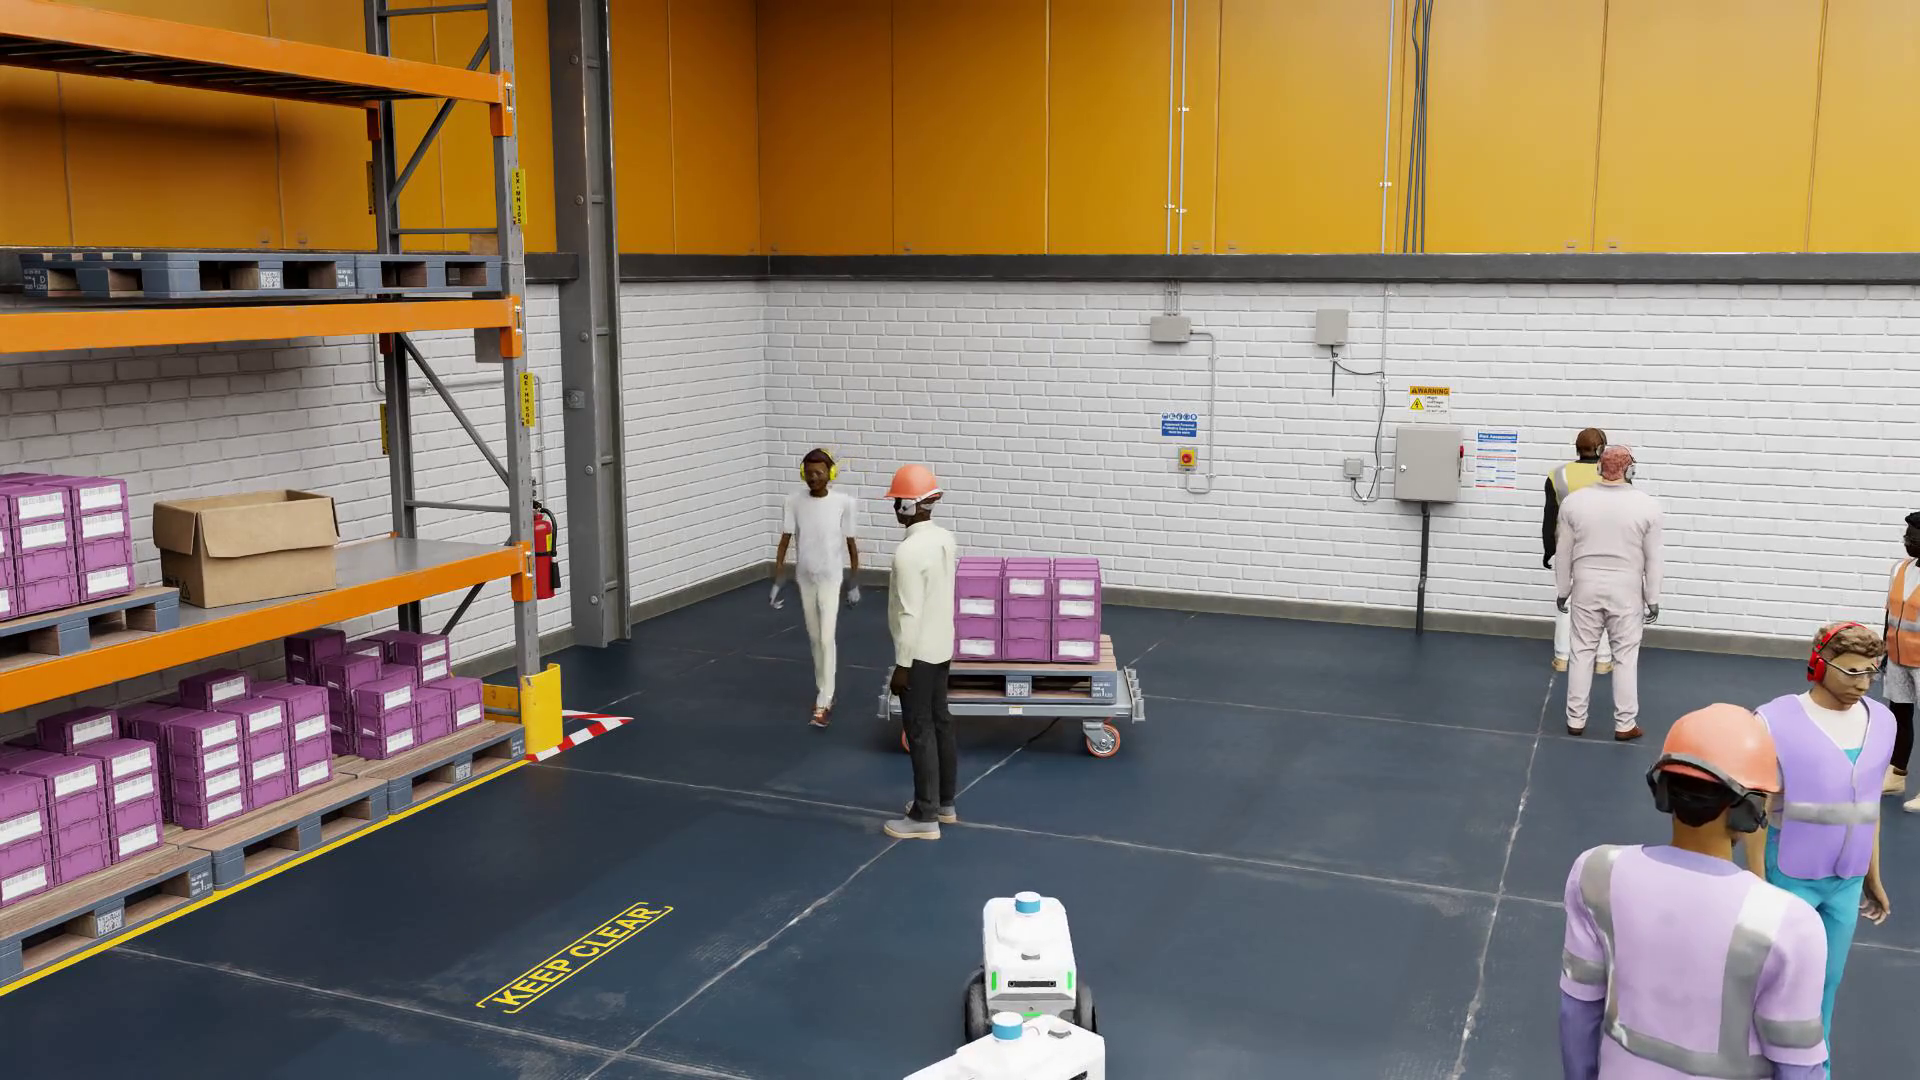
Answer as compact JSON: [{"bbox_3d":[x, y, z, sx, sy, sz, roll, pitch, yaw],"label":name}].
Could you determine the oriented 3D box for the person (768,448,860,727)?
[{"bbox_3d":[-0.986,0.318,11.025,0.541,1.824,0.924,3,10,15],"label":"person"}]

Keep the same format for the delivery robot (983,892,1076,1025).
[{"bbox_3d":[0.267,1.636,6.578,0.477,0.478,0.707,0,9,0],"label":"delivery robot"}]

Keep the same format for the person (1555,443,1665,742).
[{"bbox_3d":[4.166,0.332,10.682,0.652,1.906,0.403,6,11,30],"label":"person"}]

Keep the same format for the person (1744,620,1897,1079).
[{"bbox_3d":[2.961,1.173,5.789,0.563,1.838,0.389,-3,10,-16],"label":"person"}]

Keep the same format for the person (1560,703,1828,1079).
[{"bbox_3d":[1.716,1.384,3.921,0.386,2.034,0.604,-8,12,-41],"label":"person"}]

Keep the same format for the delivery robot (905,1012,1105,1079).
[{"bbox_3d":[0.158,1.811,5.517,0.707,0.478,0.477,-9,13,-44],"label":"delivery robot"}]

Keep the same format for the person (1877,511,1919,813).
[{"bbox_3d":[5.345,0.666,9.276,0.318,1.698,0.539,-2,10,-13],"label":"person"}]

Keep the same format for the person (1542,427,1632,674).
[{"bbox_3d":[4.668,0.081,12.408,0.622,1.840,0.430,4,10,22],"label":"person"}]

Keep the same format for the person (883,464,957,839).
[{"bbox_3d":[-0.220,0.588,8.856,0.396,1.991,0.623,4,10,21],"label":"person"}]
